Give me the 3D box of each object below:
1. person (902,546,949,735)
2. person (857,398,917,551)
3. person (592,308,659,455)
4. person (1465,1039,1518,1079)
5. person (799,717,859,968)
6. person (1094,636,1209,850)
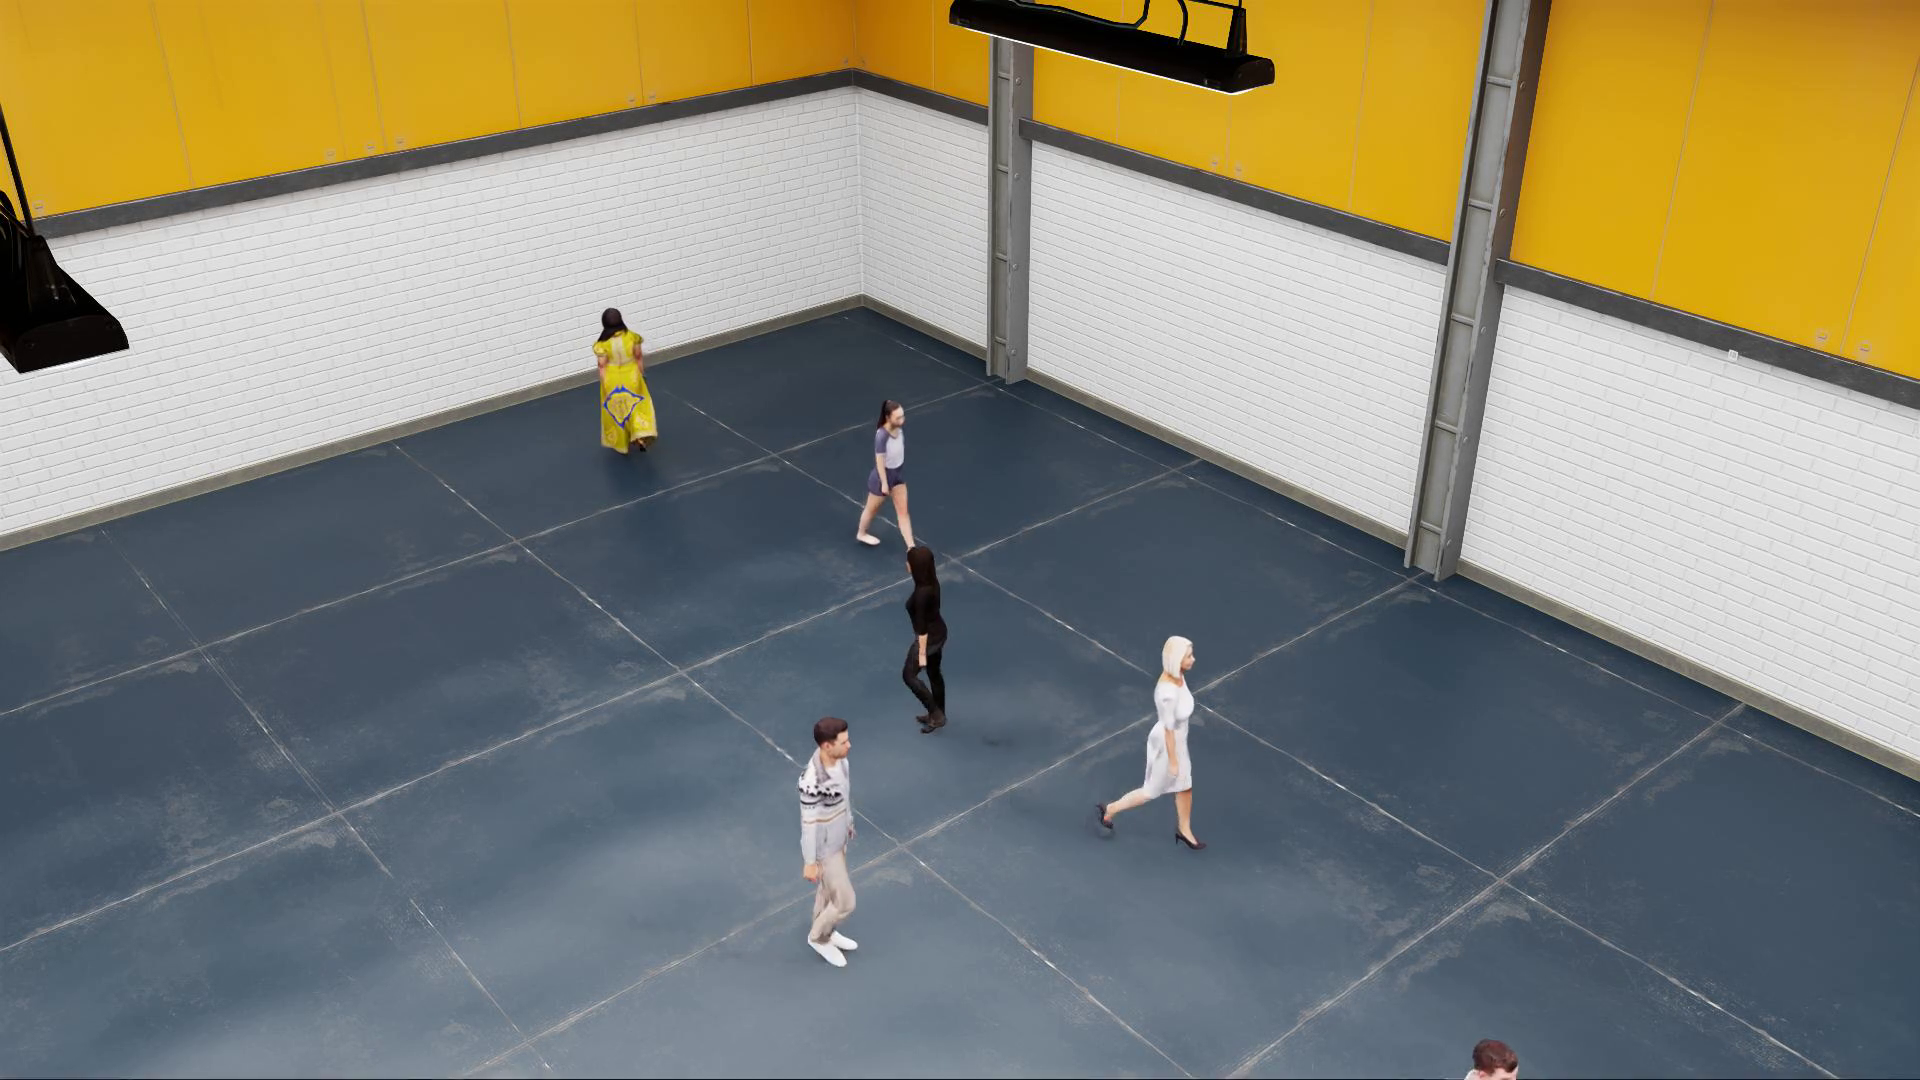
[{"bbox_3d":[-0.168,0.785,12.920,0.740,1.632,0.698,8,30,15],"label":"person"},{"bbox_3d":[-0.747,-0.586,15.480,1.103,1.588,0.765,17,33,28],"label":"person"},{"bbox_3d":[-3.486,-1.607,17.292,0.893,1.646,1.028,-11,30,-19],"label":"person"},{"bbox_3d":[2.449,3.139,8.404,0.750,1.825,1.030,-15,32,-26],"label":"person"},{"bbox_3d":[-0.930,1.906,10.641,0.843,1.846,0.827,8,30,14],"label":"person"},{"bbox_3d":[1.363,1.443,11.620,1.126,1.721,0.917,10,30,17],"label":"person"}]
